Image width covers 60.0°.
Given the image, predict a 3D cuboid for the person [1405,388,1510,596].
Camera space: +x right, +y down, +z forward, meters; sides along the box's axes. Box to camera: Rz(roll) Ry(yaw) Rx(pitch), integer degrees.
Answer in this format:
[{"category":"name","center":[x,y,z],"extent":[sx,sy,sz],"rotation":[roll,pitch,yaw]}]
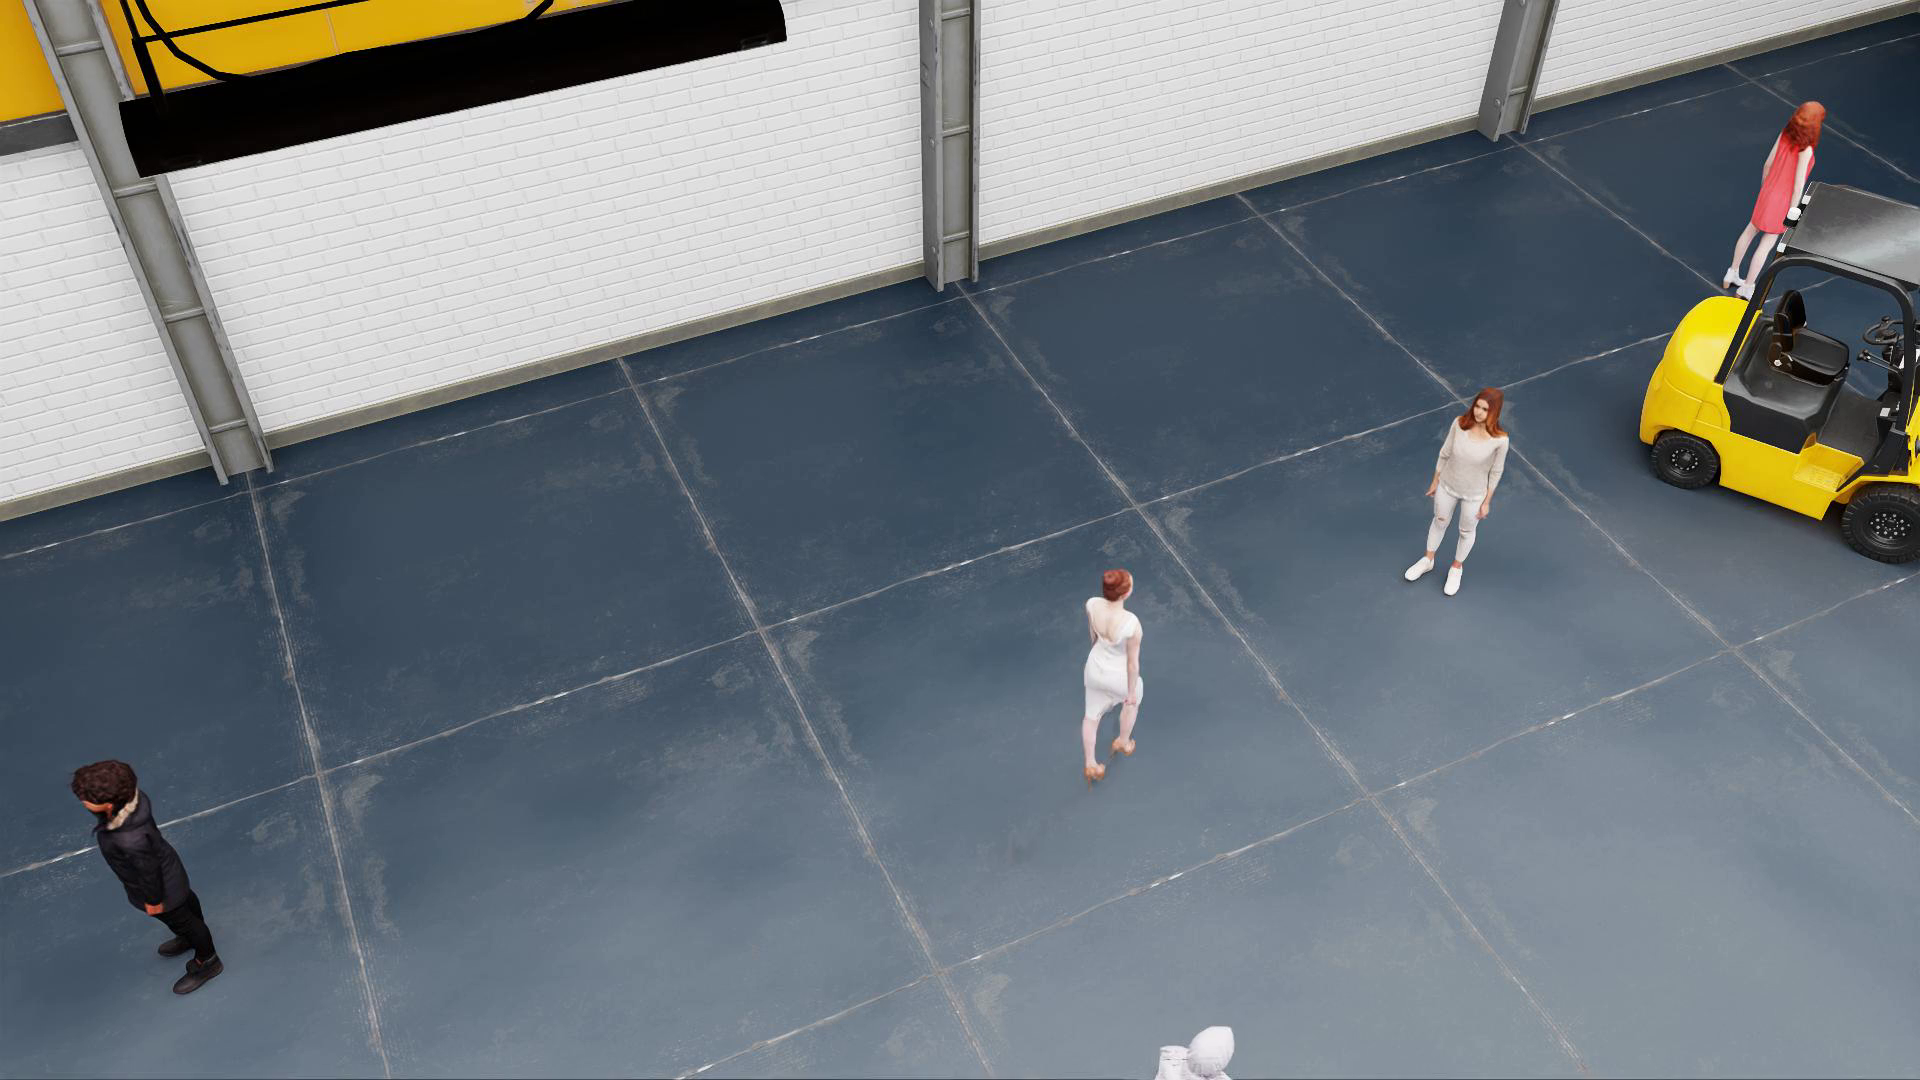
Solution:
[{"category":"person","center":[3.447,-0.366,11.369],"extent":[0.684,1.713,0.705],"rotation":[26,49,25]}]

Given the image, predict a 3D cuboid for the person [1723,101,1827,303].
[{"category":"person","center":[6.794,-2.822,13.865],"extent":[0.592,1.827,0.656],"rotation":[-7,44,-8]}]

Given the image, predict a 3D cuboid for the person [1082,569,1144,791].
[{"category":"person","center":[0.839,0.878,10.018],"extent":[0.743,1.777,0.814],"rotation":[31,52,28]}]

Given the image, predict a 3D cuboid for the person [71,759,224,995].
[{"category":"person","center":[-4.387,1.797,9.050],"extent":[0.611,1.781,0.633],"rotation":[-21,48,-21]}]

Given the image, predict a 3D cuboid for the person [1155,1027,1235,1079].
[{"category":"person","center":[1.030,2.900,7.924],"extent":[1.147,1.738,0.835],"rotation":[-30,51,-28]}]
